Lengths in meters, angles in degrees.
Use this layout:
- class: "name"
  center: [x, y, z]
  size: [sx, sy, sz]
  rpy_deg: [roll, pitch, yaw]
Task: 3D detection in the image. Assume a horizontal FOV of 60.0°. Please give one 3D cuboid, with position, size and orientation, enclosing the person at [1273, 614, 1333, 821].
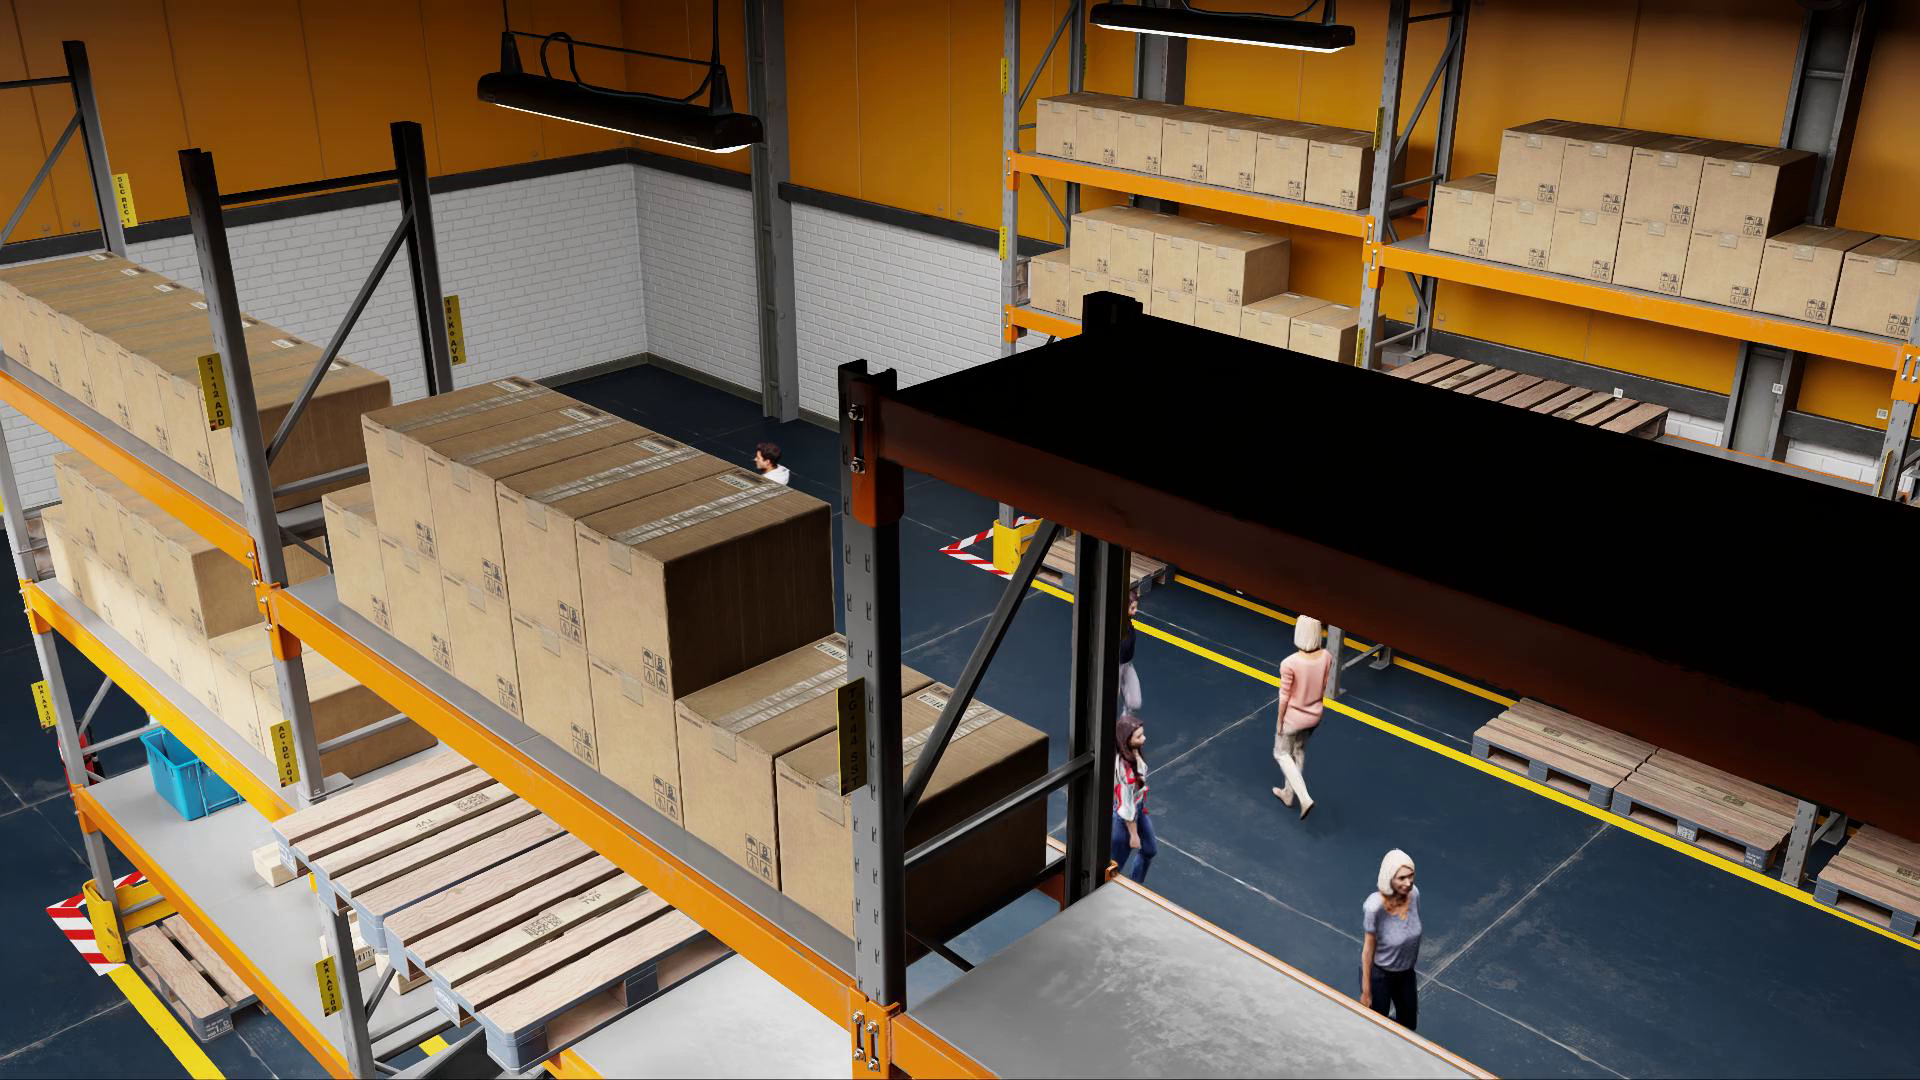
- class: "person"
  center: [2.648, 1.380, 12.759]
  size: [0.801, 1.711, 0.971]
  rpy_deg: [-9, 25, -20]

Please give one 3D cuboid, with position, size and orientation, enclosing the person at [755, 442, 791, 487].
- class: "person"
  center: [-1.748, -0.027, 15.702]
  size: [0.837, 1.930, 0.764]
  rpy_deg: [-1, 24, -3]

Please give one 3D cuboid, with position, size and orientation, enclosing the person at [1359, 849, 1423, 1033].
- class: "person"
  center: [2.524, 2.568, 10.039]
  size: [0.675, 1.712, 0.705]
  rpy_deg: [-12, 26, -26]

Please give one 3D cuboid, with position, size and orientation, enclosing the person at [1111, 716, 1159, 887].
- class: "person"
  center: [1.083, 1.932, 11.634]
  size: [0.791, 1.599, 0.741]
  rpy_deg: [7, 25, 16]
